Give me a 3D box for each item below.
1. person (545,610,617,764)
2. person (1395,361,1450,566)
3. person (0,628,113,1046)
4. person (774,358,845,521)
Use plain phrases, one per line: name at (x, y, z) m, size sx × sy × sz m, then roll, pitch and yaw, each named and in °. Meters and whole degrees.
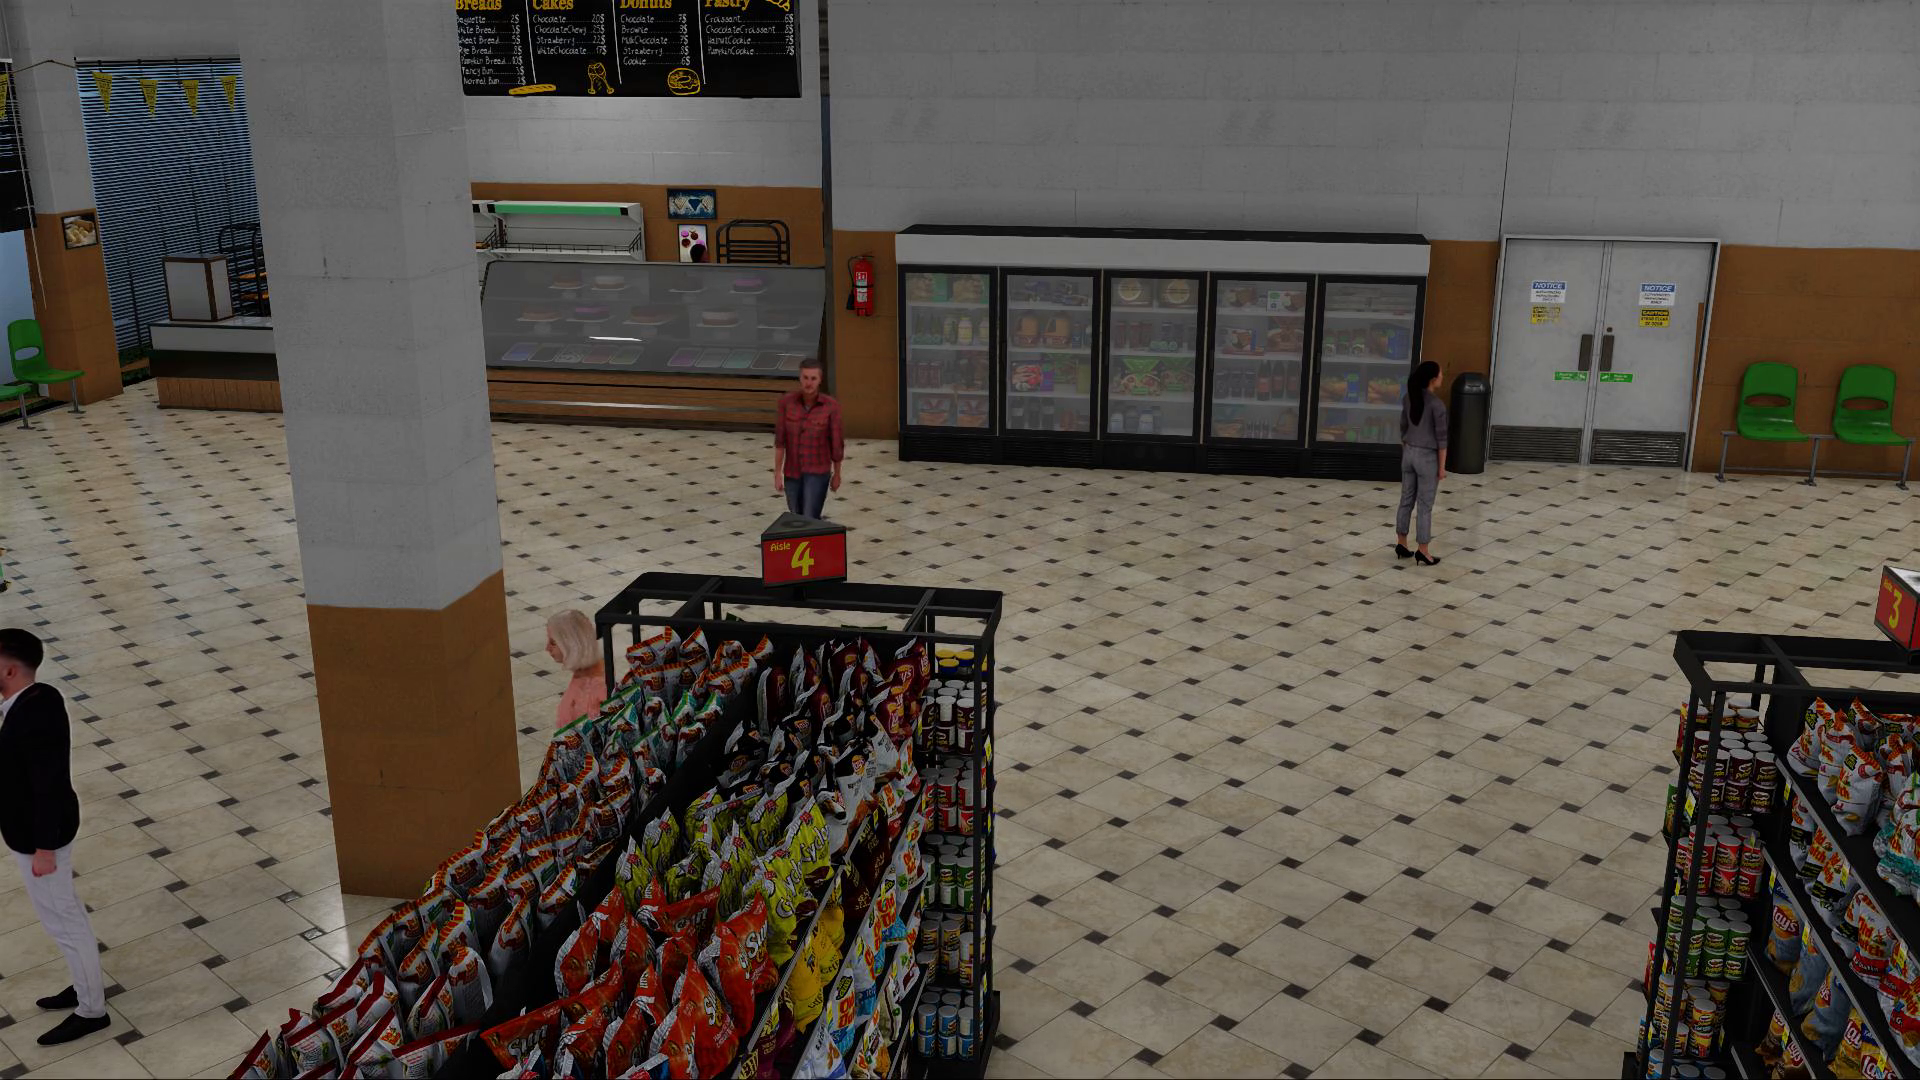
person at (-1.617, 1.113, 7.766) m, size 0.795 × 1.700 × 0.697 m, roll -2°, pitch 17°, yaw -6°
person at (3.754, -0.631, 13.547) m, size 0.787 × 1.679 × 0.718 m, roll -10°, pitch 20°, yaw -30°
person at (-3.886, 1.244, 7.090) m, size 0.803 × 1.843 × 0.699 m, roll -8°, pitch 19°, yaw -24°
person at (-1.169, -0.540, 13.040) m, size 0.716 × 1.799 × 1.107 m, roll 4°, pitch 17°, yaw 14°
